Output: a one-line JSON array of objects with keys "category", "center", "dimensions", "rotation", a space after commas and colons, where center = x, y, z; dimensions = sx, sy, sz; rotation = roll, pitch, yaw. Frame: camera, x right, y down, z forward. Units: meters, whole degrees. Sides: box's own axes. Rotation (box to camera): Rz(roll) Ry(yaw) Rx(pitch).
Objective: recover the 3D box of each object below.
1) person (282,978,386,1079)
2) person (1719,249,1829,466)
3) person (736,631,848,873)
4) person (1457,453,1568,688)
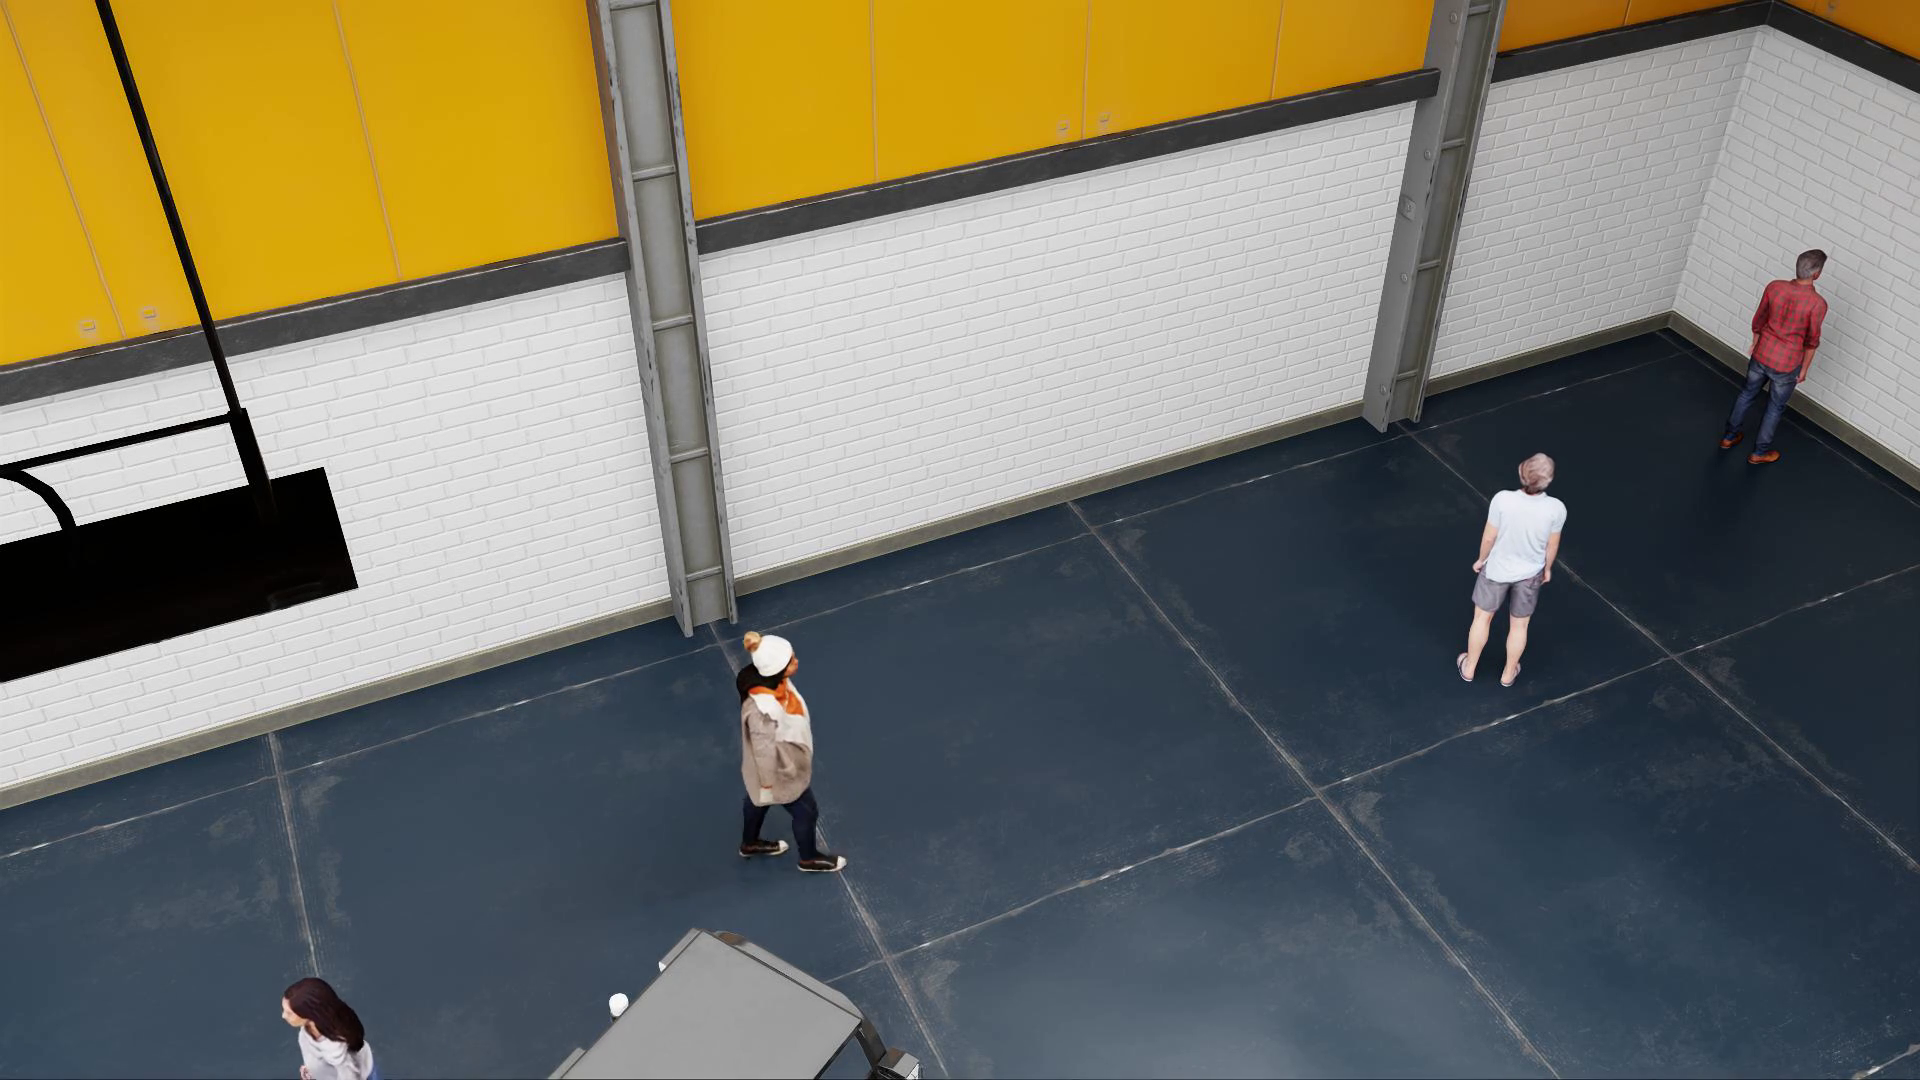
[{"category": "person", "center": [-2.879, 2.604, 8.125], "dimensions": [0.949, 1.593, 0.623], "rotation": [-16, 41, -19]}, {"category": "person", "center": [6.397, -1.442, 13.000], "dimensions": [0.610, 1.831, 0.719], "rotation": [-24, 44, -27]}, {"category": "person", "center": [-1.179, 1.244, 9.606], "dimensions": [0.959, 1.869, 0.832], "rotation": [-8, 39, -9]}, {"category": "person", "center": [3.629, 0.210, 10.931], "dimensions": [0.729, 1.832, 0.797], "rotation": [11, 40, 14]}]
